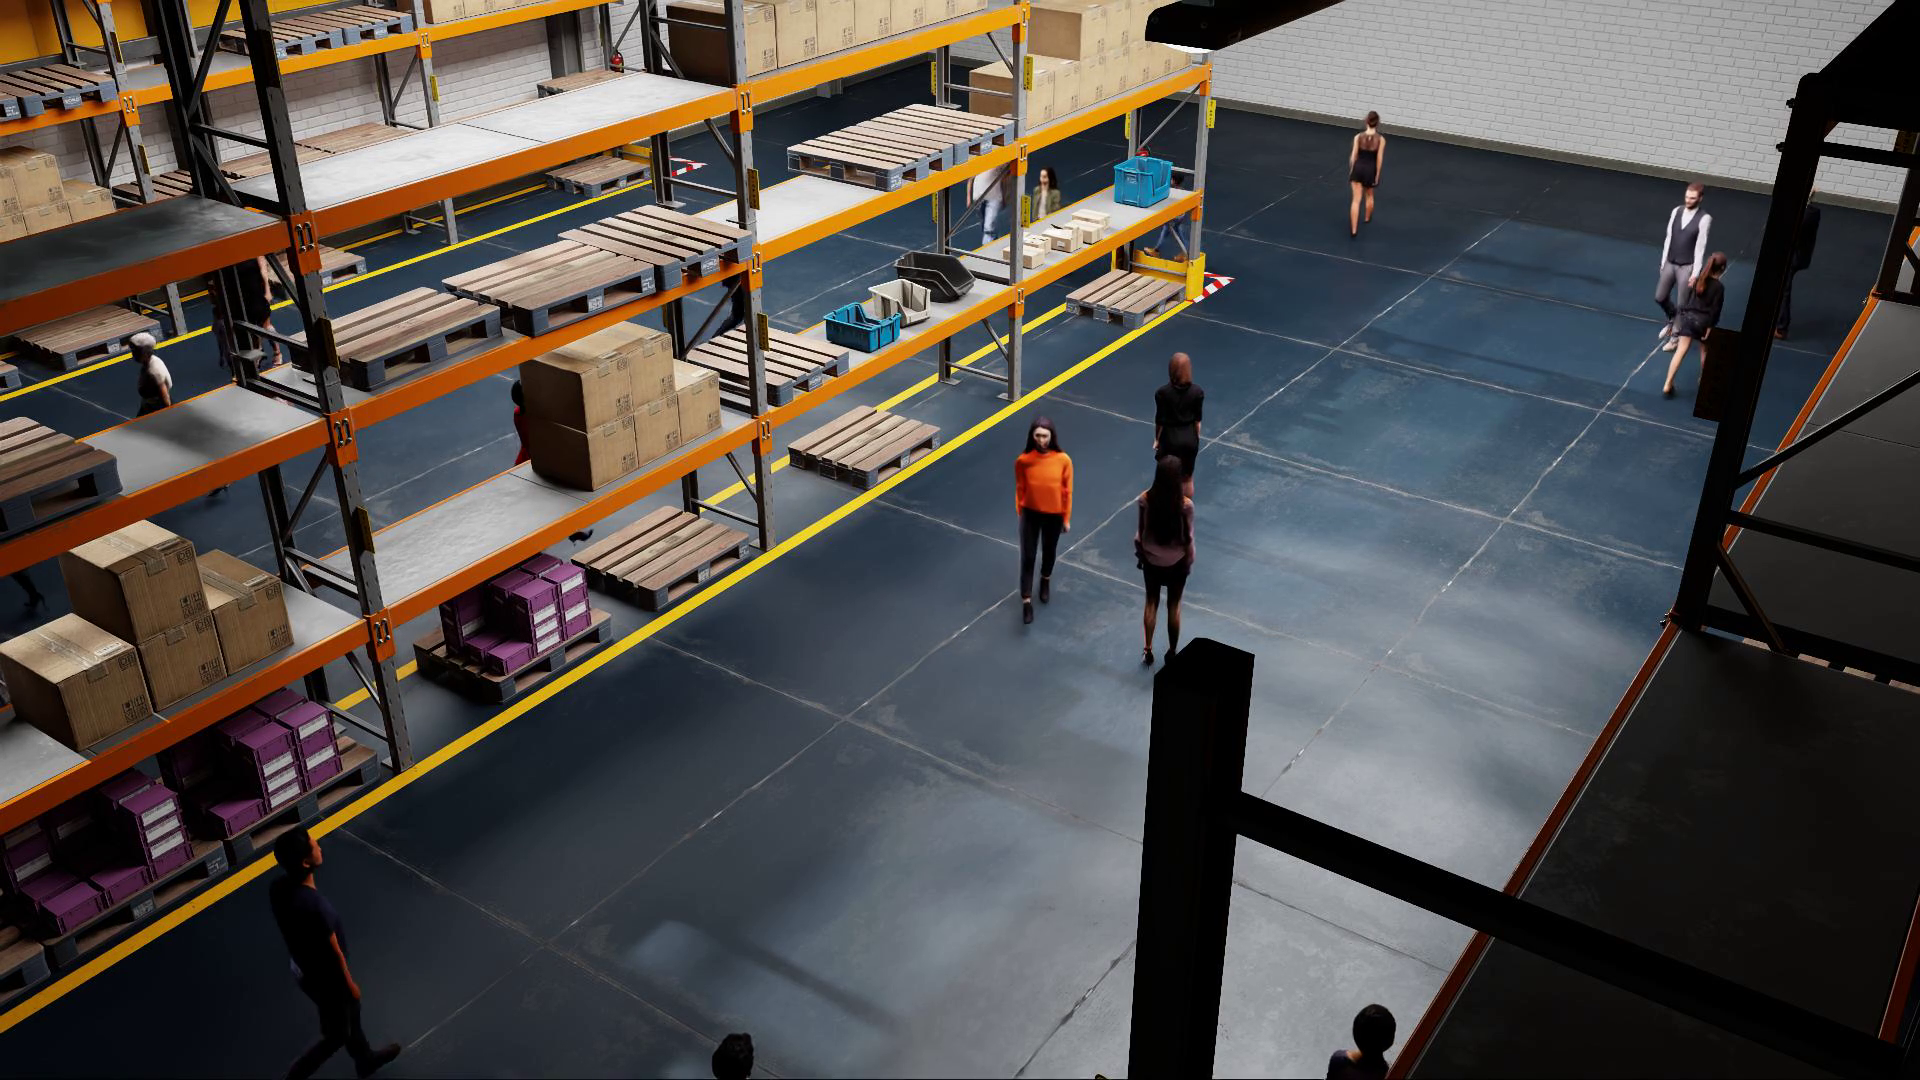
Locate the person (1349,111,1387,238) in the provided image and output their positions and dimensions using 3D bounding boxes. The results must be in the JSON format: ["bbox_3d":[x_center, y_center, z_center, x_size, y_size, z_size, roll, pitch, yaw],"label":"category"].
[{"bbox_3d":[5.381,-4.845,22.172,0.801,1.630,1.150,9,30,15],"label":"person"}]

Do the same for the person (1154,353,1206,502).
[{"bbox_3d":[1.940,-0.859,14.787,0.651,1.705,0.696,-3,29,-5],"label":"person"}]

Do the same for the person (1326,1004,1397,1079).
[{"bbox_3d":[1.918,2.926,8.021,0.564,1.541,0.946,19,34,31],"label":"person"}]

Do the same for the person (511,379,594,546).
[{"bbox_3d":[-3.687,-0.521,14.170,0.627,1.702,1.096,21,35,33],"label":"person"}]

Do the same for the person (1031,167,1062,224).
[{"bbox_3d":[1.096,-3.902,20.622,0.600,1.460,0.857,20,35,33],"label":"person"}]

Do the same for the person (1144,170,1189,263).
[{"bbox_3d":[2.793,-4.137,21.303,0.572,1.220,0.773,17,33,29],"label":"person"}]

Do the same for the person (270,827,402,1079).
[{"bbox_3d":[-3.472,2.344,8.849,1.123,1.768,0.827,-23,36,-35],"label":"person"}]

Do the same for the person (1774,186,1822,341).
[{"bbox_3d":[9.493,-3.136,18.876,0.950,1.787,0.985,-14,32,-24],"label":"person"}]

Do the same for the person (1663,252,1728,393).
[{"bbox_3d":[7.748,-2.251,17.540,1.142,1.512,0.830,-18,34,-30],"label":"person"}]

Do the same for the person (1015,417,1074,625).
[{"bbox_3d":[0.687,-0.234,13.625,0.963,1.721,1.120,1,29,2],"label":"person"}]

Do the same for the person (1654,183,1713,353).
[{"bbox_3d":[8.146,-3.086,18.646,0.834,1.919,0.800,-19,34,-31],"label":"person"}]

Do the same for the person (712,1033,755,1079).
[{"bbox_3d":[-1.079,2.954,8.259,0.573,1.262,0.614,3,29,5],"label":"person"}]

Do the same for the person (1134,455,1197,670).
[{"bbox_3d":[1.569,0.191,12.753,0.665,1.811,0.609,10,30,18],"label":"person"}]

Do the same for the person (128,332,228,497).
[{"bbox_3d":[-7.147,-1.087,15.214,1.222,1.696,1.079,-9,30,-16],"label":"person"}]

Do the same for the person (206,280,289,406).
[{"bbox_3d":[-7.055,-1.791,16.511,1.116,1.691,0.713,-25,37,-38],"label":"person"}]

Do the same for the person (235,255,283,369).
[{"bbox_3d":[-7.729,-2.666,18.098,0.756,1.707,0.719,12,31,21],"label":"person"}]
